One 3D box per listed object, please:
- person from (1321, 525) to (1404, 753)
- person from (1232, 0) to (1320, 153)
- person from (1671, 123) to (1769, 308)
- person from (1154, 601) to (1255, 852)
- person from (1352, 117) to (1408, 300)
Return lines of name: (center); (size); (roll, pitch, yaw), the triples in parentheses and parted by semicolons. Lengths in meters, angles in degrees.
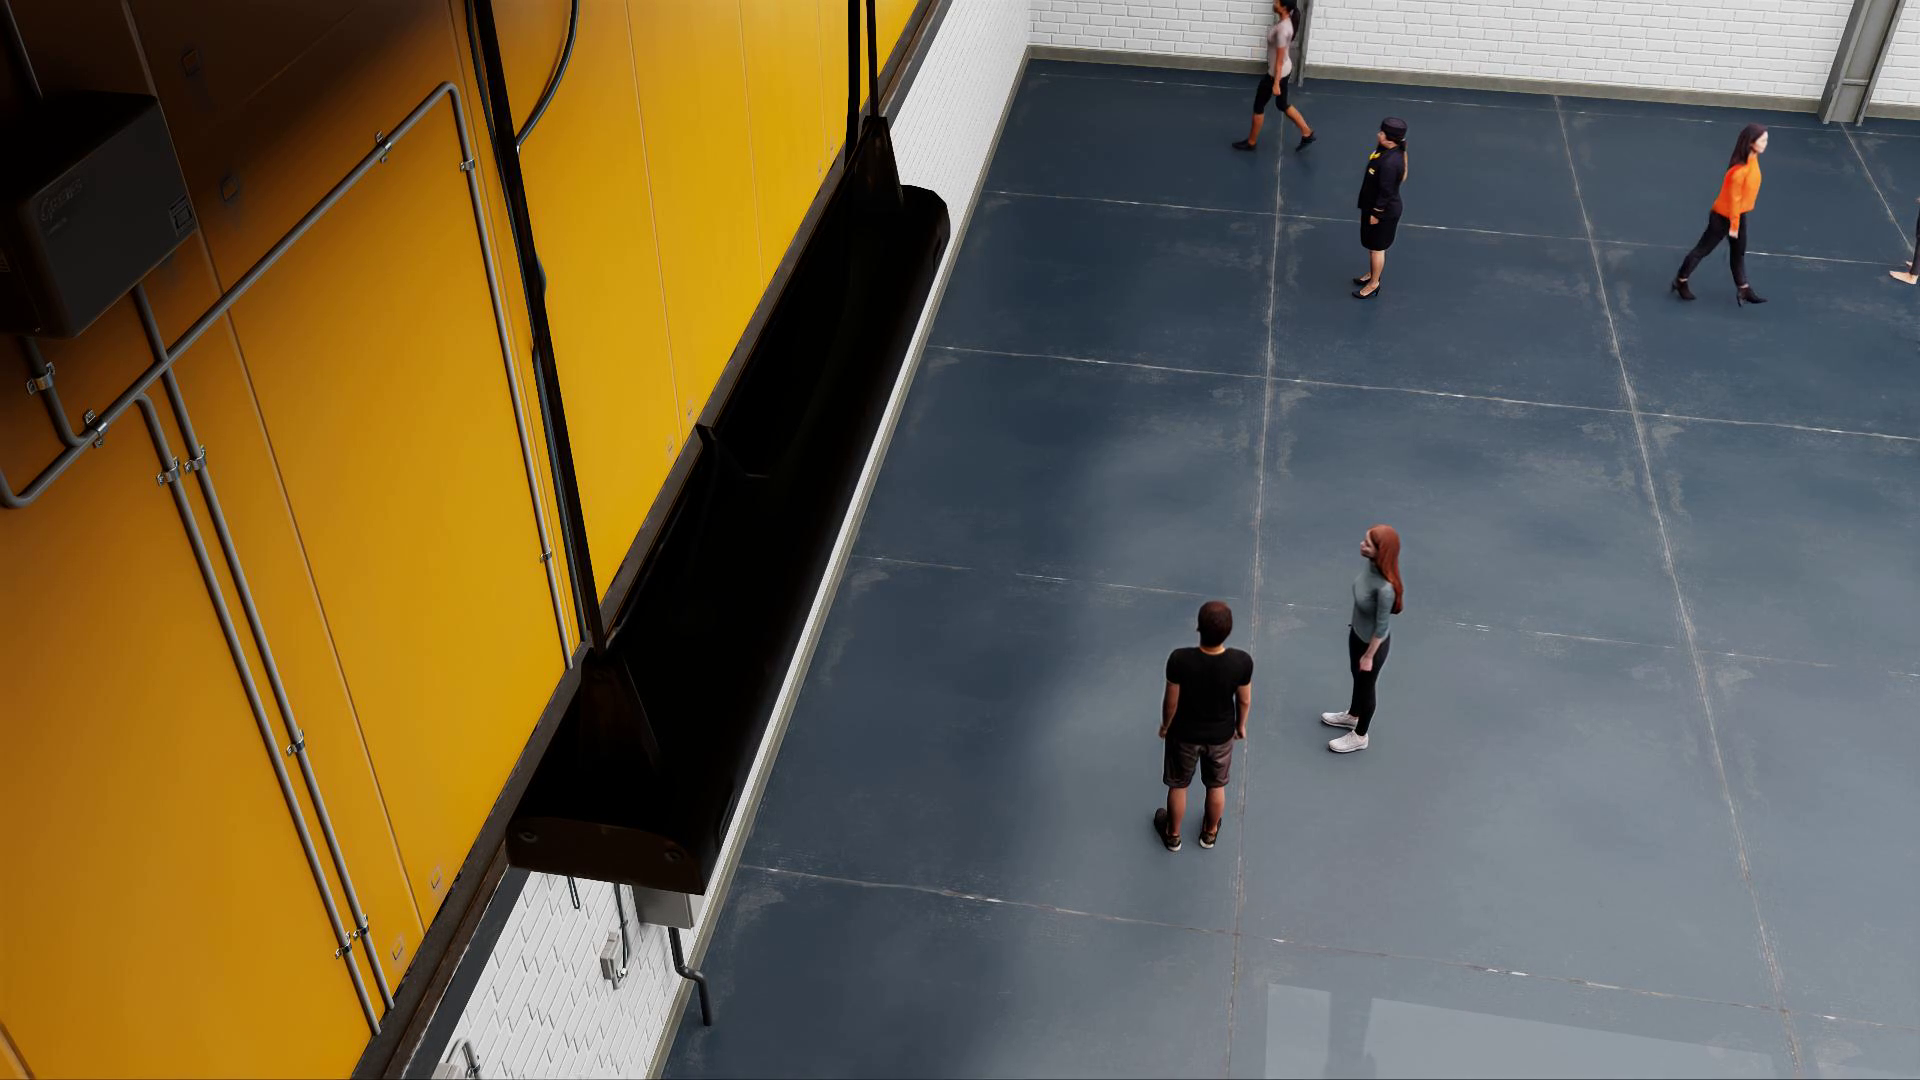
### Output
person: (2.516, 0.612, 10.274); (0.553, 1.742, 0.606); (2, 39, 2)
person: (3.328, -4.742, 16.996); (1.152, 1.720, 0.743); (12, 40, 15)
person: (6.665, -2.862, 14.646); (1.141, 1.715, 0.936); (25, 45, 28)
person: (1.390, 1.089, 9.582); (0.587, 1.862, 0.772); (-1, 39, -1)
person: (3.741, -2.941, 14.780); (0.634, 1.671, 0.712); (9, 40, 11)
